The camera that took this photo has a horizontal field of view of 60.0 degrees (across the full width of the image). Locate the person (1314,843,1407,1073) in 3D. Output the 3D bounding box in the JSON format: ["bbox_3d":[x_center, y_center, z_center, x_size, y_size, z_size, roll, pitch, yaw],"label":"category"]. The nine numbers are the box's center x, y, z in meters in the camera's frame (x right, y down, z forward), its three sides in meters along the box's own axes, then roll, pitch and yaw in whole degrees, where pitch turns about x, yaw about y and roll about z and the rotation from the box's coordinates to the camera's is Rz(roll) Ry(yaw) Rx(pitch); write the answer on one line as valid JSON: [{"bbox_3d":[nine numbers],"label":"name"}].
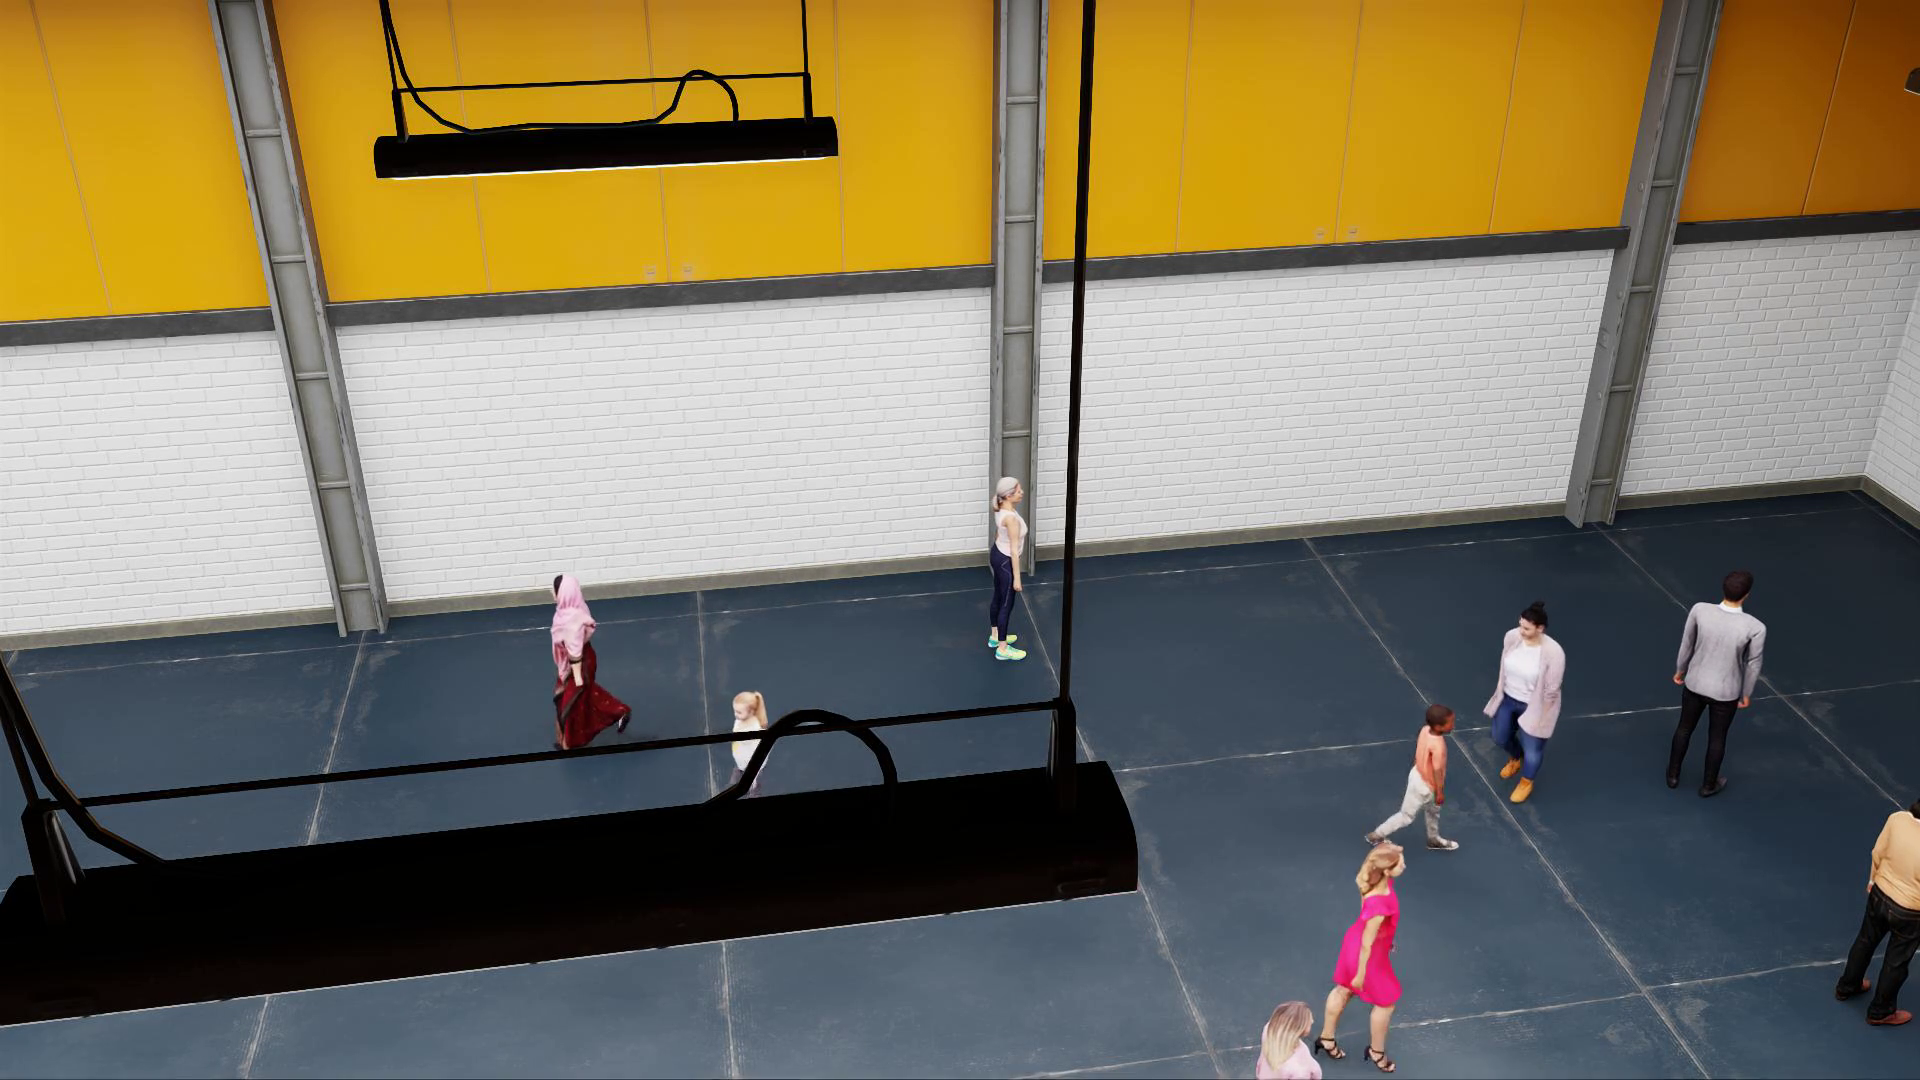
[{"bbox_3d":[2.384,2.526,10.141,0.794,1.710,0.677,2,29,4],"label":"person"}]

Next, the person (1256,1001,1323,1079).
[{"bbox_3d":[1.733,3.145,9.031,0.562,1.688,0.621,-8,30,-14],"label":"person"}]

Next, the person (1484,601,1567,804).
[{"bbox_3d":[4.355,1.179,12.591,0.888,1.729,0.843,-22,35,-34],"label":"person"}]

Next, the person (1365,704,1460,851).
[{"bbox_3d":[3.285,1.749,12.009,0.957,1.286,0.657,3,29,5],"label":"person"}]

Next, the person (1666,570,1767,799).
[{"bbox_3d":[5.689,1.080,12.570,0.837,1.923,0.874,22,35,34],"label":"person"}]

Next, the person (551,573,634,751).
[{"bbox_3d":[-2.946,0.955,13.109,0.876,1.626,0.692,-4,29,-7],"label":"person"}]

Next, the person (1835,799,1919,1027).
[{"bbox_3d":[5.953,2.292,10.525,0.632,1.753,0.701,-10,30,-18],"label":"person"}]

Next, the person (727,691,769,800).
[{"bbox_3d":[-1.495,1.633,12.234,0.608,1.273,0.587,-16,33,-27],"label":"person"}]

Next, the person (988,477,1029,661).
[{"bbox_3d":[0.392,0.221,14.377,0.541,1.702,0.620,-7,29,-13],"label":"person"}]
